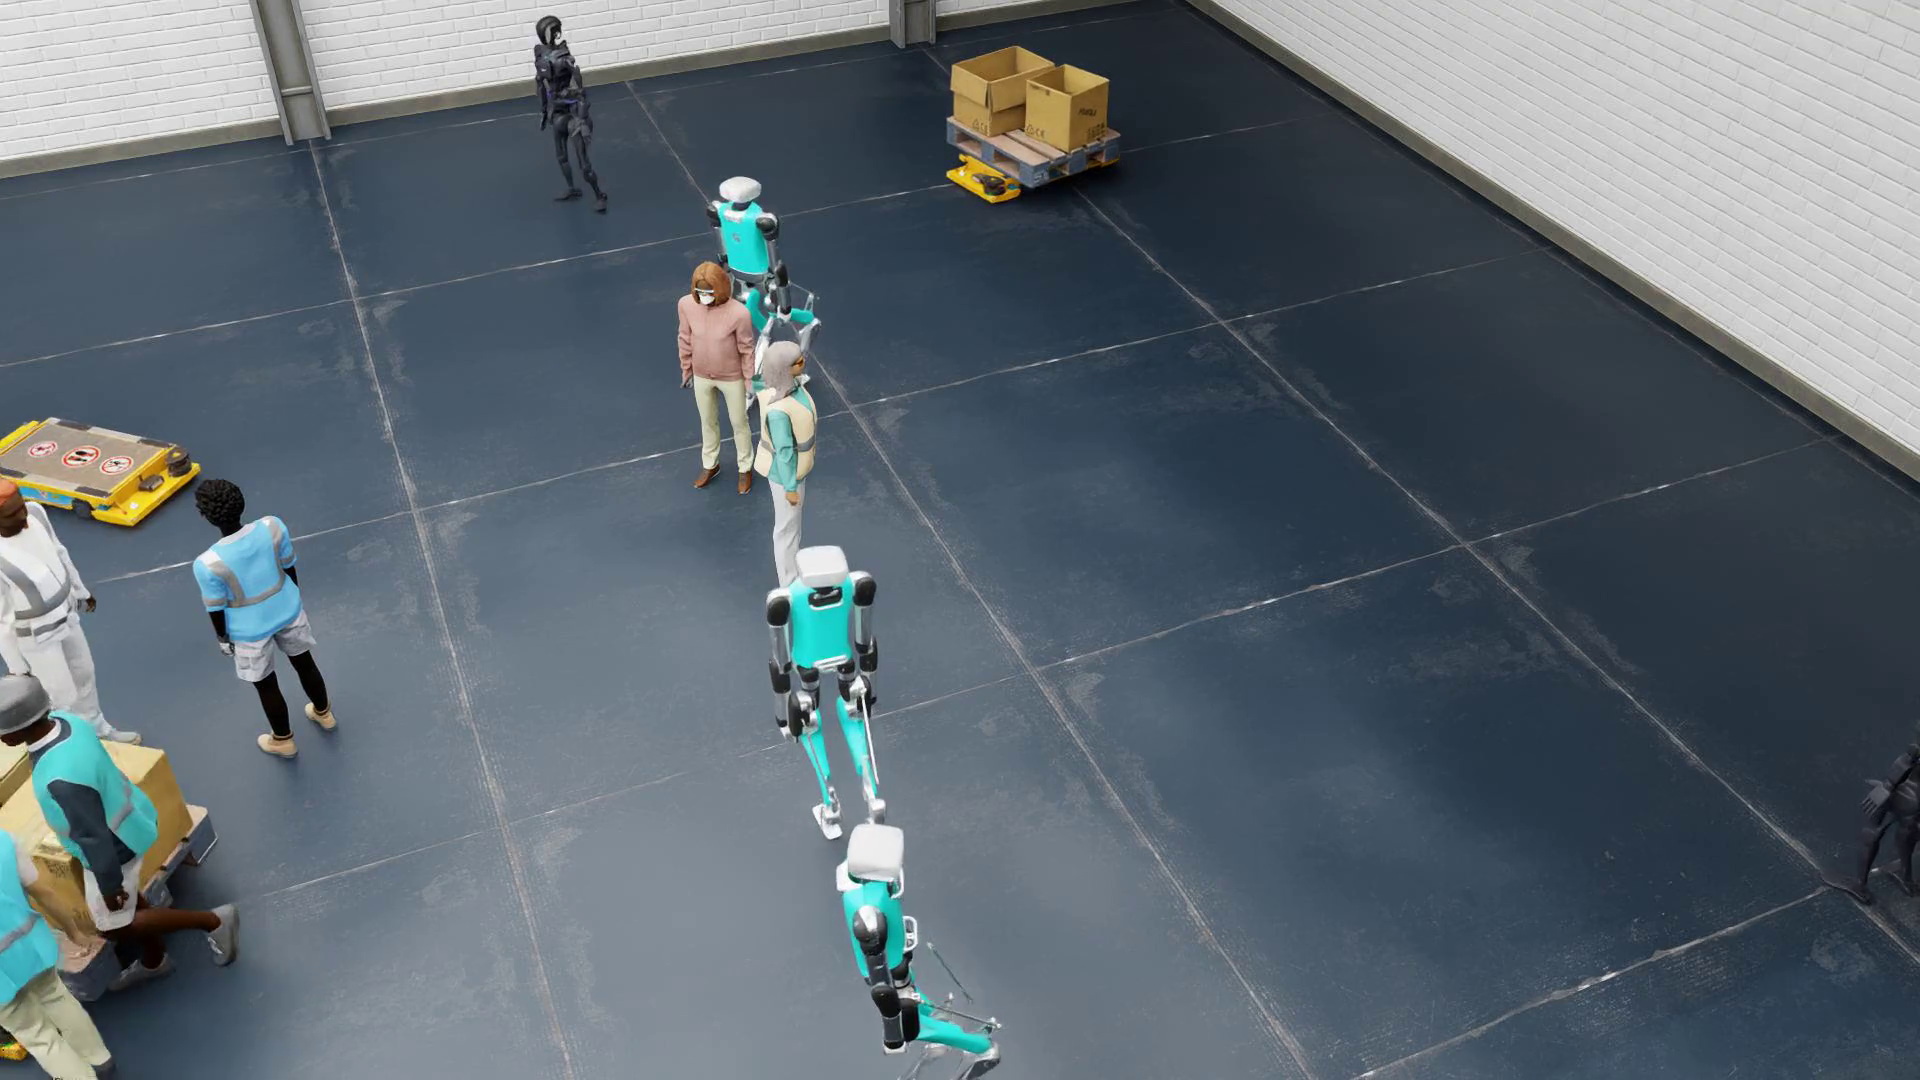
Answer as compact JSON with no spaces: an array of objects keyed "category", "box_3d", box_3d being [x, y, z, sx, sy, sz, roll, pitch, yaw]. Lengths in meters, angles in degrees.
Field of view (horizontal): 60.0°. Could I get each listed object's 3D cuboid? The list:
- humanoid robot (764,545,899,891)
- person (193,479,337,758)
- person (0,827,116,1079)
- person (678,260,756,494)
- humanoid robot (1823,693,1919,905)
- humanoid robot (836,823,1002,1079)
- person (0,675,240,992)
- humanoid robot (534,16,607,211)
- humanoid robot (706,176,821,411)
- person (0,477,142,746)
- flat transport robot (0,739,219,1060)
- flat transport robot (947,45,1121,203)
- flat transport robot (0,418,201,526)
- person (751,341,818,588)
[{"category":"humanoid robot","box_3d":[-0.521,0.959,7.832,0.555,1.773,0.961,-14,40,-18]},{"category":"person","box_3d":[-3.601,0.405,8.579,0.317,1.693,0.534,25,44,29]},{"category":"person","box_3d":[-3.895,1.738,6.749,0.578,1.802,0.602,21,42,25]},{"category":"person","box_3d":[-1.521,-1.026,10.487,0.498,1.632,0.286,9,38,11]},{"category":"humanoid robot","box_3d":[4.487,1.071,7.723,0.610,1.649,0.322,-22,43,-26]},{"category":"humanoid robot","box_3d":[-0.095,1.829,6.735,0.729,1.838,0.538,-3,38,-4]},{"category":"person","box_3d":[-3.682,1.289,7.237,0.581,1.923,0.611,-19,41,-23]},{"category":"humanoid robot","box_3d":[-3.224,-3.520,13.699,0.617,1.638,0.362,25,44,29]},{"category":"humanoid robot","box_3d":[-1.269,-1.722,11.326,0.545,1.763,0.868,20,42,24]},{"category":"person","box_3d":[-4.601,0.430,8.398,0.350,1.875,0.646,0,38,0]},{"category":"flat transport robot","box_3d":[-4.329,1.787,7.948,0.659,0.231,1.431,8,38,10]},{"category":"flat transport robot","box_3d":[0.641,-3.331,14.609,1.431,0.231,0.659,-25,44,-29]},{"category":"flat transport robot","box_3d":[-5.791,-0.467,10.881,1.431,0.231,0.659,12,39,15]},{"category":"person","box_3d":[-0.995,-0.394,9.601,0.366,1.711,0.465,1,38,1]}]
